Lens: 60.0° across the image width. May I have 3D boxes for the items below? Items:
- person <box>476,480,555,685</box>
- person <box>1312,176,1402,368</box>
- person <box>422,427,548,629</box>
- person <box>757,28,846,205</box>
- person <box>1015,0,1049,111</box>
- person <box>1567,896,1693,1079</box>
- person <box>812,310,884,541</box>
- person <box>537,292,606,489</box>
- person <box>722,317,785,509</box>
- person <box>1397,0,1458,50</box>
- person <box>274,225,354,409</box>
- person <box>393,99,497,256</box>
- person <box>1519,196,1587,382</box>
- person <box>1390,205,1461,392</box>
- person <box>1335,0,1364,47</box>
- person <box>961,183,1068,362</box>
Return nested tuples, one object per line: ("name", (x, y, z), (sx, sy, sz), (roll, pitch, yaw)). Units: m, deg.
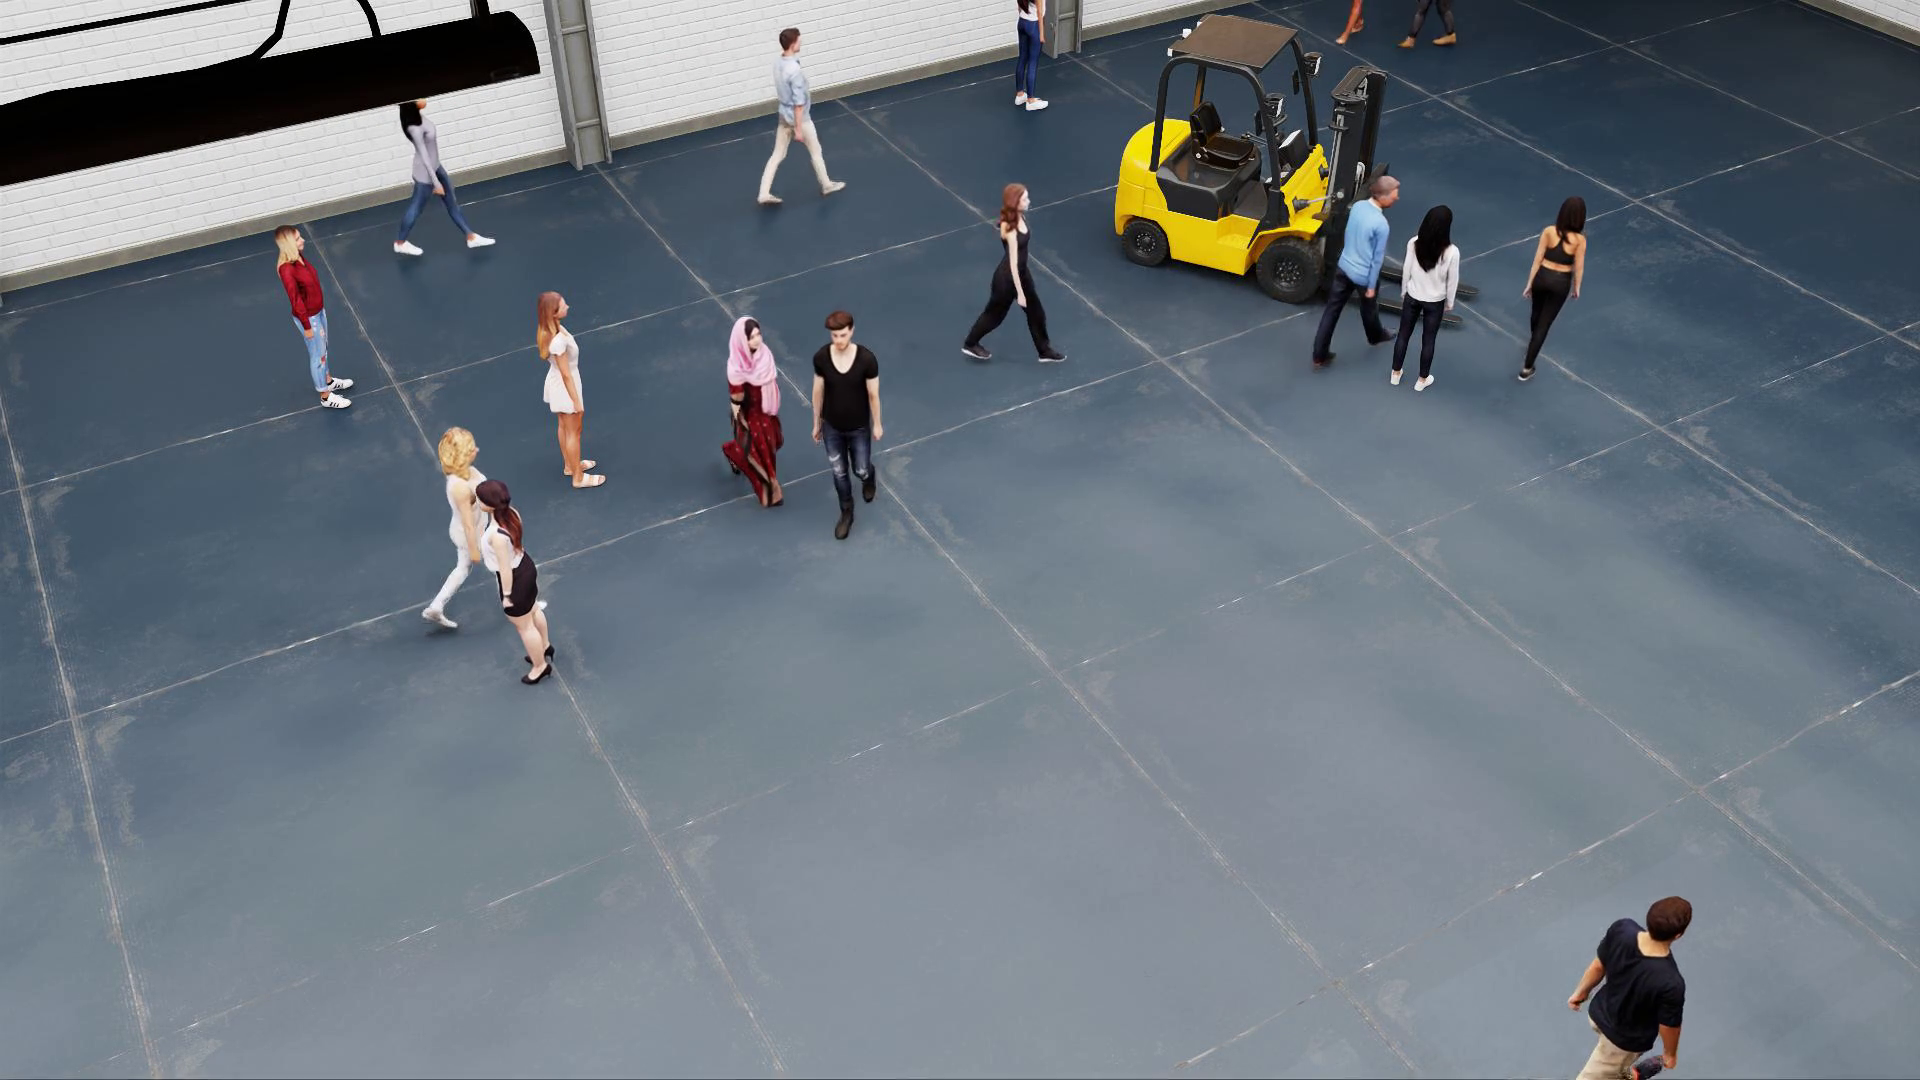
("person", (-2.963, 0.271, 11.108), (0.628, 1.647, 0.618), (-4, 39, -5))
("person", (3.326, -2.256, 14.194), (1.139, 1.744, 0.691), (-21, 43, -24))
("person", (-3.472, -0.043, 11.508), (1.107, 1.637, 0.702), (-15, 41, -17))
("person", (-1.739, -4.148, 16.516), (1.215, 1.802, 0.708), (-22, 43, -25))
("person", (0.774, -5.665, 18.438), (0.500, 1.775, 0.591), (-21, 43, -24))
("person", (3.197, 2.442, 8.252), (1.177, 1.818, 0.810), (-13, 40, -15))
("person", (-0.829, -0.921, 12.412), (0.982, 1.882, 1.025), (6, 39, 8))
("person", (-3.065, -1.171, 12.873), (0.566, 1.697, 0.574), (-17, 42, -20))
("person", (-1.630, -1.009, 12.730), (0.908, 1.621, 0.929), (25, 45, 28))
("person", (5.734, -6.633, 19.734), (1.124, 1.670, 0.829), (-8, 39, -10))
("person", (-5.396, -1.873, 13.802), (0.642, 1.636, 0.666), (-7, 39, -9))
("person", (-5.135, -3.426, 15.706), (1.263, 1.685, 0.904), (-7, 39, -9))
("person", (4.984, -2.099, 14.108), (0.876, 1.607, 1.104), (21, 43, 25))
("person", (3.899, -2.035, 13.953), (0.711, 1.701, 0.730), (19, 42, 22))
("person", (4.841, -6.818, 19.985), (0.809, 1.646, 1.121), (29, 47, 32))
("person", (0.345, -2.235, 14.206), (1.174, 1.697, 1.132), (10, 40, 13))
